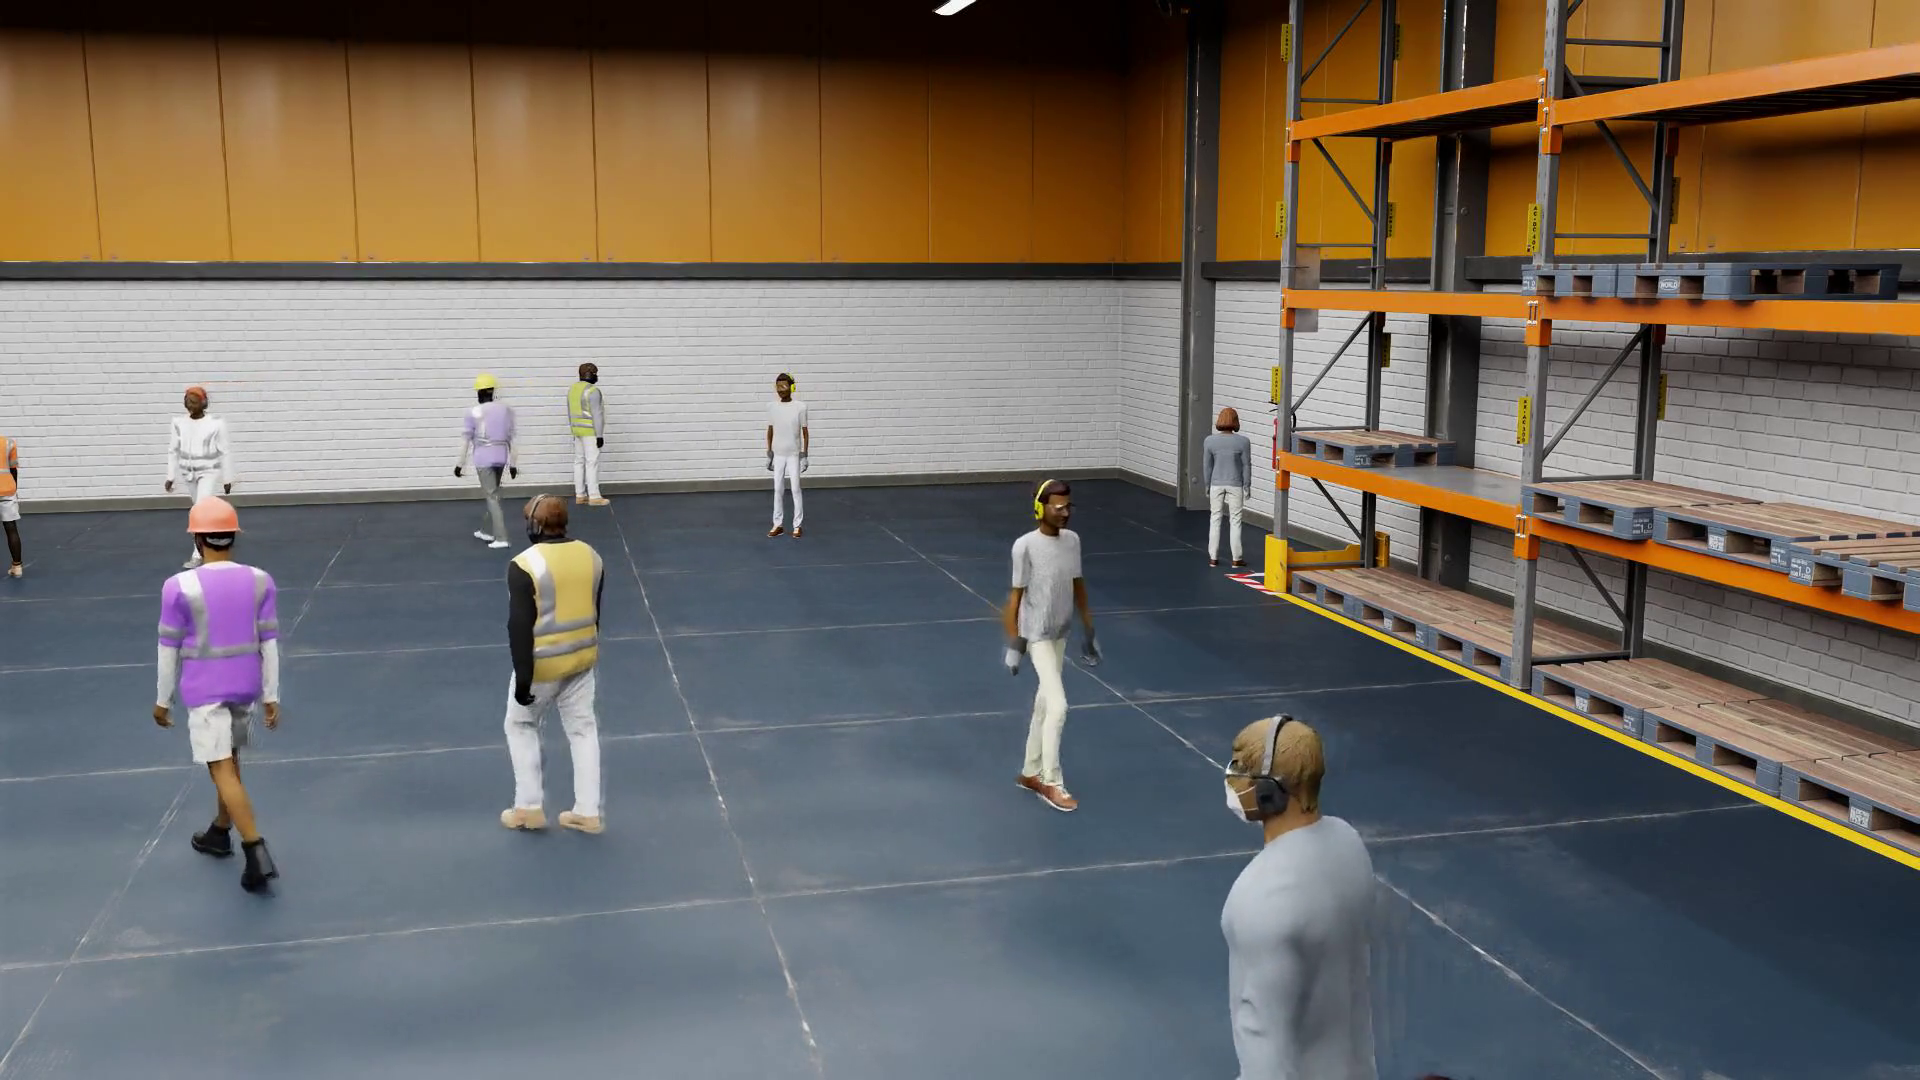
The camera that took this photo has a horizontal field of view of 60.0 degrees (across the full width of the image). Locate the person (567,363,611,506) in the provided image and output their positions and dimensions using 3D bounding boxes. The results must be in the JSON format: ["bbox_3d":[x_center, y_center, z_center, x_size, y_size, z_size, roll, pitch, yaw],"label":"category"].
[{"bbox_3d":[-4.791,-1.365,21.467,0.626,1.840,0.430,9,13,44],"label":"person"}]

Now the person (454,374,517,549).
[{"bbox_3d":[-5.198,-0.861,18.176,0.919,1.890,0.606,7,12,39],"label":"person"}]

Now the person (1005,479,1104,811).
[{"bbox_3d":[0.583,0.578,9.344,0.712,1.848,0.514,8,12,43],"label":"person"}]

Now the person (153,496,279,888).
[{"bbox_3d":[-3.622,0.730,8.212,0.963,1.903,0.543,7,11,36],"label":"person"}]

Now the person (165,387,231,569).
[{"bbox_3d":[-7.801,-0.665,17.135,0.578,1.838,0.988,1,9,8],"label":"person"}]

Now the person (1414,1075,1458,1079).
[{"bbox_3d":[0.667,1.650,2.484,0.600,1.896,0.739,-1,9,-8],"label":"person"}]

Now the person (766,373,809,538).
[{"bbox_3d":[-1.952,-0.952,18.796,0.513,1.872,0.331,3,9,16],"label":"person"}]

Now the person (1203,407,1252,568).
[{"bbox_3d":[2.716,-0.530,16.895,0.499,1.634,0.289,4,10,22],"label":"person"}]

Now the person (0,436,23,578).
[{"bbox_3d":[-9.398,-0.441,16.158,0.319,1.692,0.533,6,11,31],"label":"person"}]

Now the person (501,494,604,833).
[{"bbox_3d":[-2.213,0.659,8.898,0.695,1.816,0.655,6,11,35],"label":"person"}]

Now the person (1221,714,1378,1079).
[{"bbox_3d":[0.748,1.363,4.250,0.948,1.894,0.651,7,12,38],"label":"person"}]
